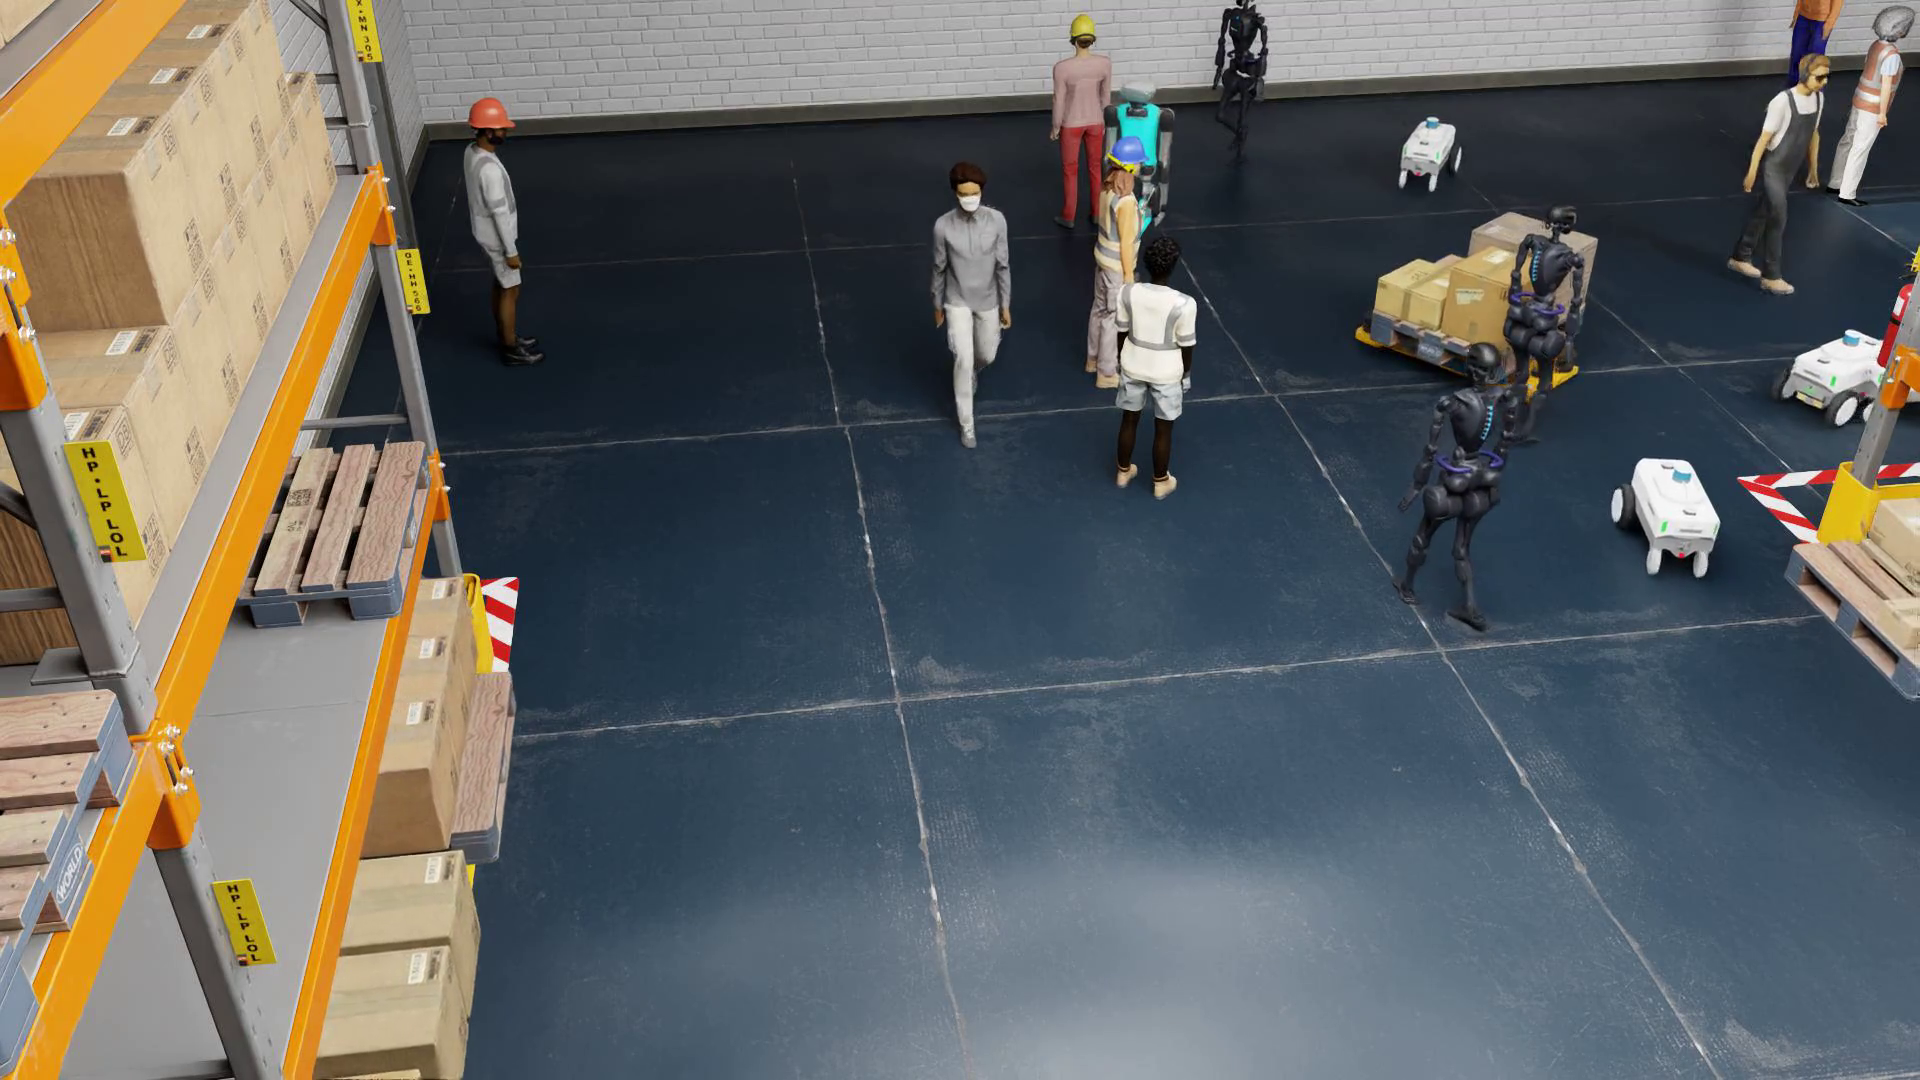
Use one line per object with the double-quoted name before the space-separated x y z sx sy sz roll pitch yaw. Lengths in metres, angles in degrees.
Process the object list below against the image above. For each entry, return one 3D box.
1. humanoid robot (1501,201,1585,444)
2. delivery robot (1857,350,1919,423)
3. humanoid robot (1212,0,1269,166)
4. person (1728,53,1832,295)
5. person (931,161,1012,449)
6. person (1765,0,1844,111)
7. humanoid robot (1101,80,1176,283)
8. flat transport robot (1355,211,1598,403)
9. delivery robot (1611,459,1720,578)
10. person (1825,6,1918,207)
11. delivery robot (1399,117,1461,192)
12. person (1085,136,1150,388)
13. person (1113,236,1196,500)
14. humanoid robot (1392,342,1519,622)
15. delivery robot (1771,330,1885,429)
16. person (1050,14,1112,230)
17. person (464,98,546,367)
"humanoid robot" 3.719 -1.393 10.700 0.331 1.656 0.590 -19 38 -27
"delivery robot" 6.456 -1.093 11.256 0.774 0.583 0.499 -2 33 -2
"humanoid robot" 2.595 -4.226 15.044 0.411 1.648 0.601 -25 40 -33
"person" 6.369 -2.784 12.706 0.550 1.814 0.828 -17 37 -24
"person" 0.065 -1.597 10.840 0.517 1.866 0.796 -6 34 -9
"person" 8.243 -5.051 16.040 0.406 1.974 0.517 -10 34 -15
"humanoid robot" 1.235 -2.445 12.269 0.540 1.742 1.003 11 35 17
"flat transport robot" 3.648 -1.398 11.995 0.659 0.231 1.431 -28 42 -36
"delivery robot" 4.220 -0.174 9.874 0.499 0.614 0.808 3 33 5
"person" 7.804 -3.715 14.243 0.308 1.690 0.437 1 33 1
"delivery robot" 4.210 -3.498 14.954 0.499 0.597 0.790 15 36 21
"person" 1.092 -1.899 11.388 0.337 1.772 0.466 -8 34 -12
"person" 1.175 -1.039 10.145 0.532 1.692 0.319 17 37 24
"humanoid robot" 2.725 -0.300 9.050 0.600 1.636 0.624 -11 35 -16
"delivery robot" 5.978 -1.123 11.329 0.796 0.613 0.499 -18 37 -26
"person" 0.989 -3.445 13.761 0.524 1.768 0.326 -10 35 -16
"person" -3.193 -2.132 11.609 0.388 1.926 0.546 -16 36 -23
